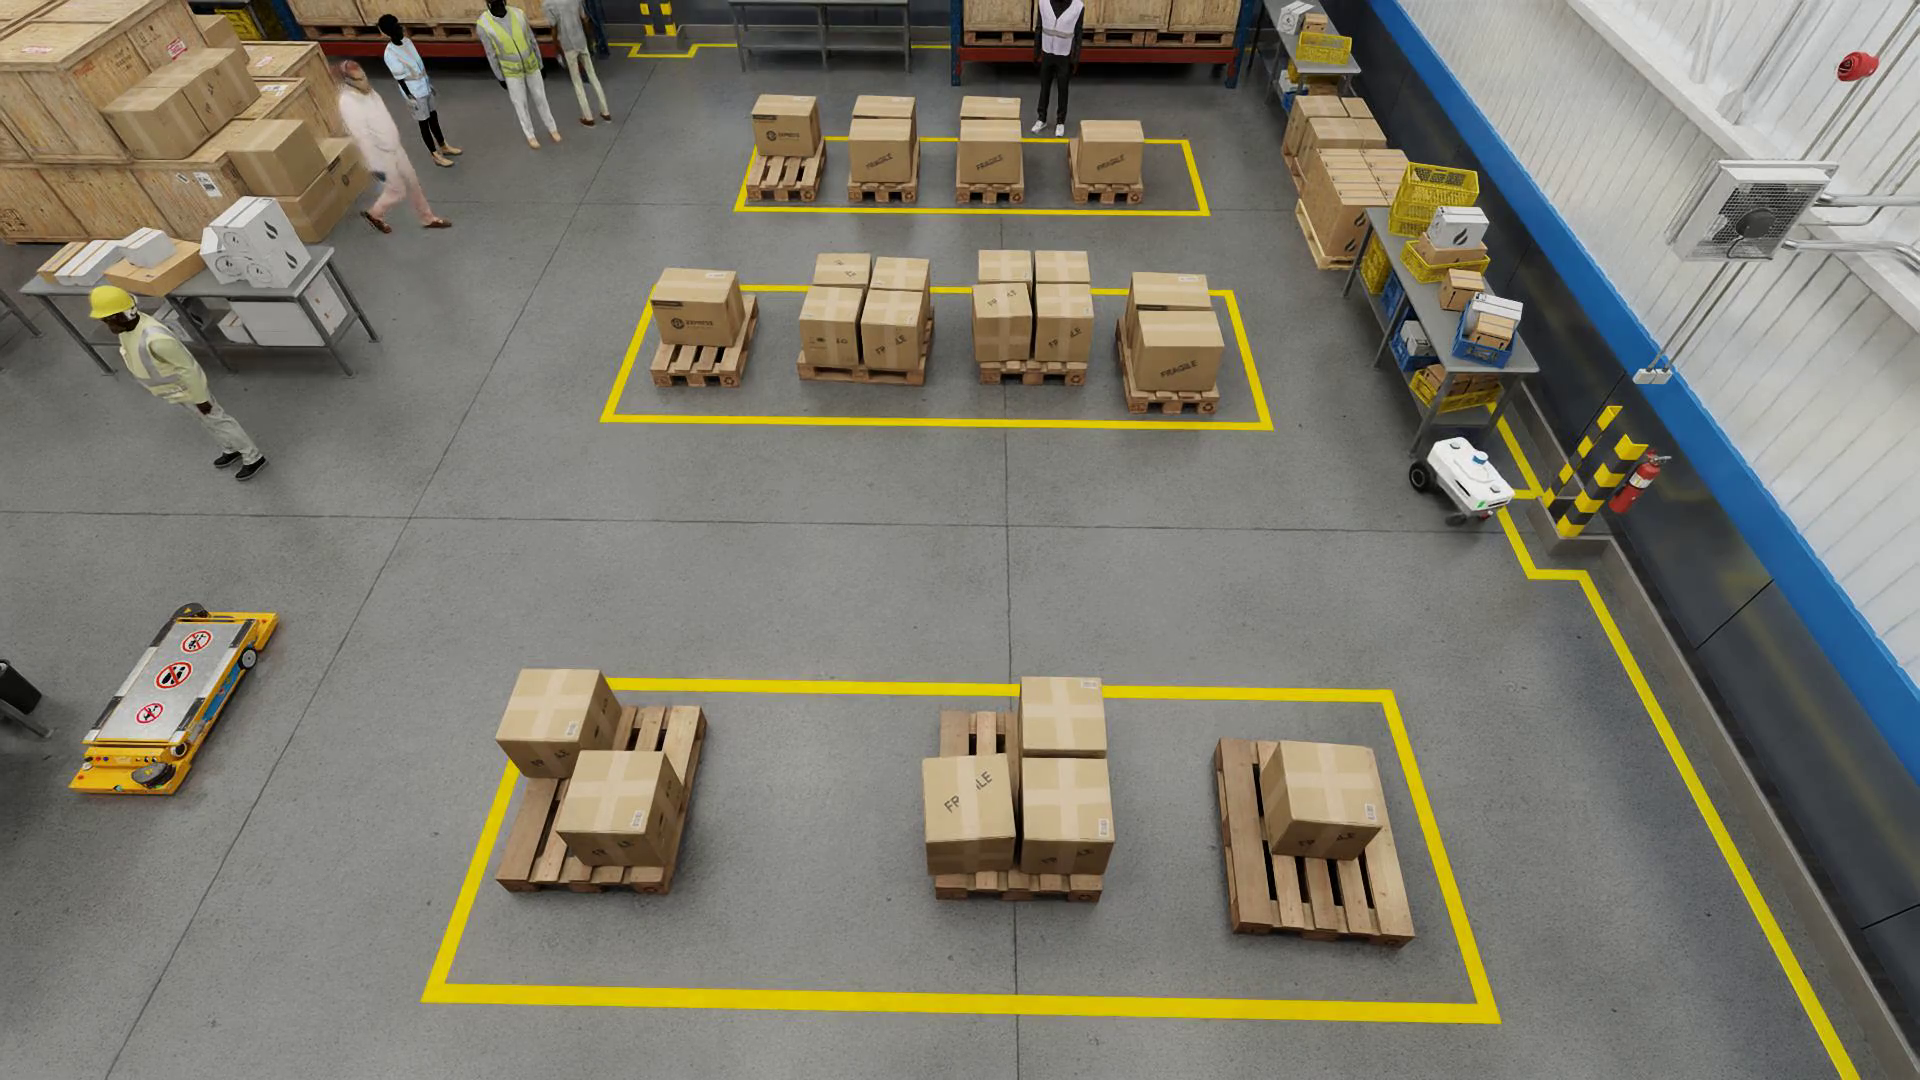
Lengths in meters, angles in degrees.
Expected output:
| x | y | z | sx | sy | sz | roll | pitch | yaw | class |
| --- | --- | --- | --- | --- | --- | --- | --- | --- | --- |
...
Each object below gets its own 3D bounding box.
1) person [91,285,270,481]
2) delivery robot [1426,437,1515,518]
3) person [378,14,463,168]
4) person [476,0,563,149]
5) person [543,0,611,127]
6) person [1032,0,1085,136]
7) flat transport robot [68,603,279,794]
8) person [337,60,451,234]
| x | y | z | sx | sy | sz | roll | pitch | yaw | class |
| --- | --- | --- | --- | --- | --- | --- | --- | --- | --- |
| -6.293 | -1.246 | 7.384 | 0.600 | 1.836 | 0.404 | 26 | 54 | 20 | person |
| 4.196 | -0.526 | 7.550 | 0.477 | 0.478 | 0.707 | -13 | 51 | -11 | delivery robot |
| -6.476 | -5.364 | 10.959 | 0.318 | 1.696 | 0.532 | 2 | 50 | 2 | person |
| -5.379 | -5.748 | 11.200 | 0.619 | 1.836 | 0.430 | -33 | 57 | -25 | person |
| -4.870 | -6.226 | 11.590 | 0.521 | 1.853 | 0.352 | -34 | 57 | -25 | person |
| 1.204 | -6.039 | 11.388 | 0.597 | 1.917 | 0.375 | 16 | 52 | 13 | person |
| -5.504 | 1.072 | 6.442 | 0.652 | 0.197 | 1.431 | 1 | 50 | 1 | flat transport robot |
| -6.243 | -4.166 | 9.832 | 0.685 | 1.882 | 0.651 | -2 | 50 | -2 | person |
